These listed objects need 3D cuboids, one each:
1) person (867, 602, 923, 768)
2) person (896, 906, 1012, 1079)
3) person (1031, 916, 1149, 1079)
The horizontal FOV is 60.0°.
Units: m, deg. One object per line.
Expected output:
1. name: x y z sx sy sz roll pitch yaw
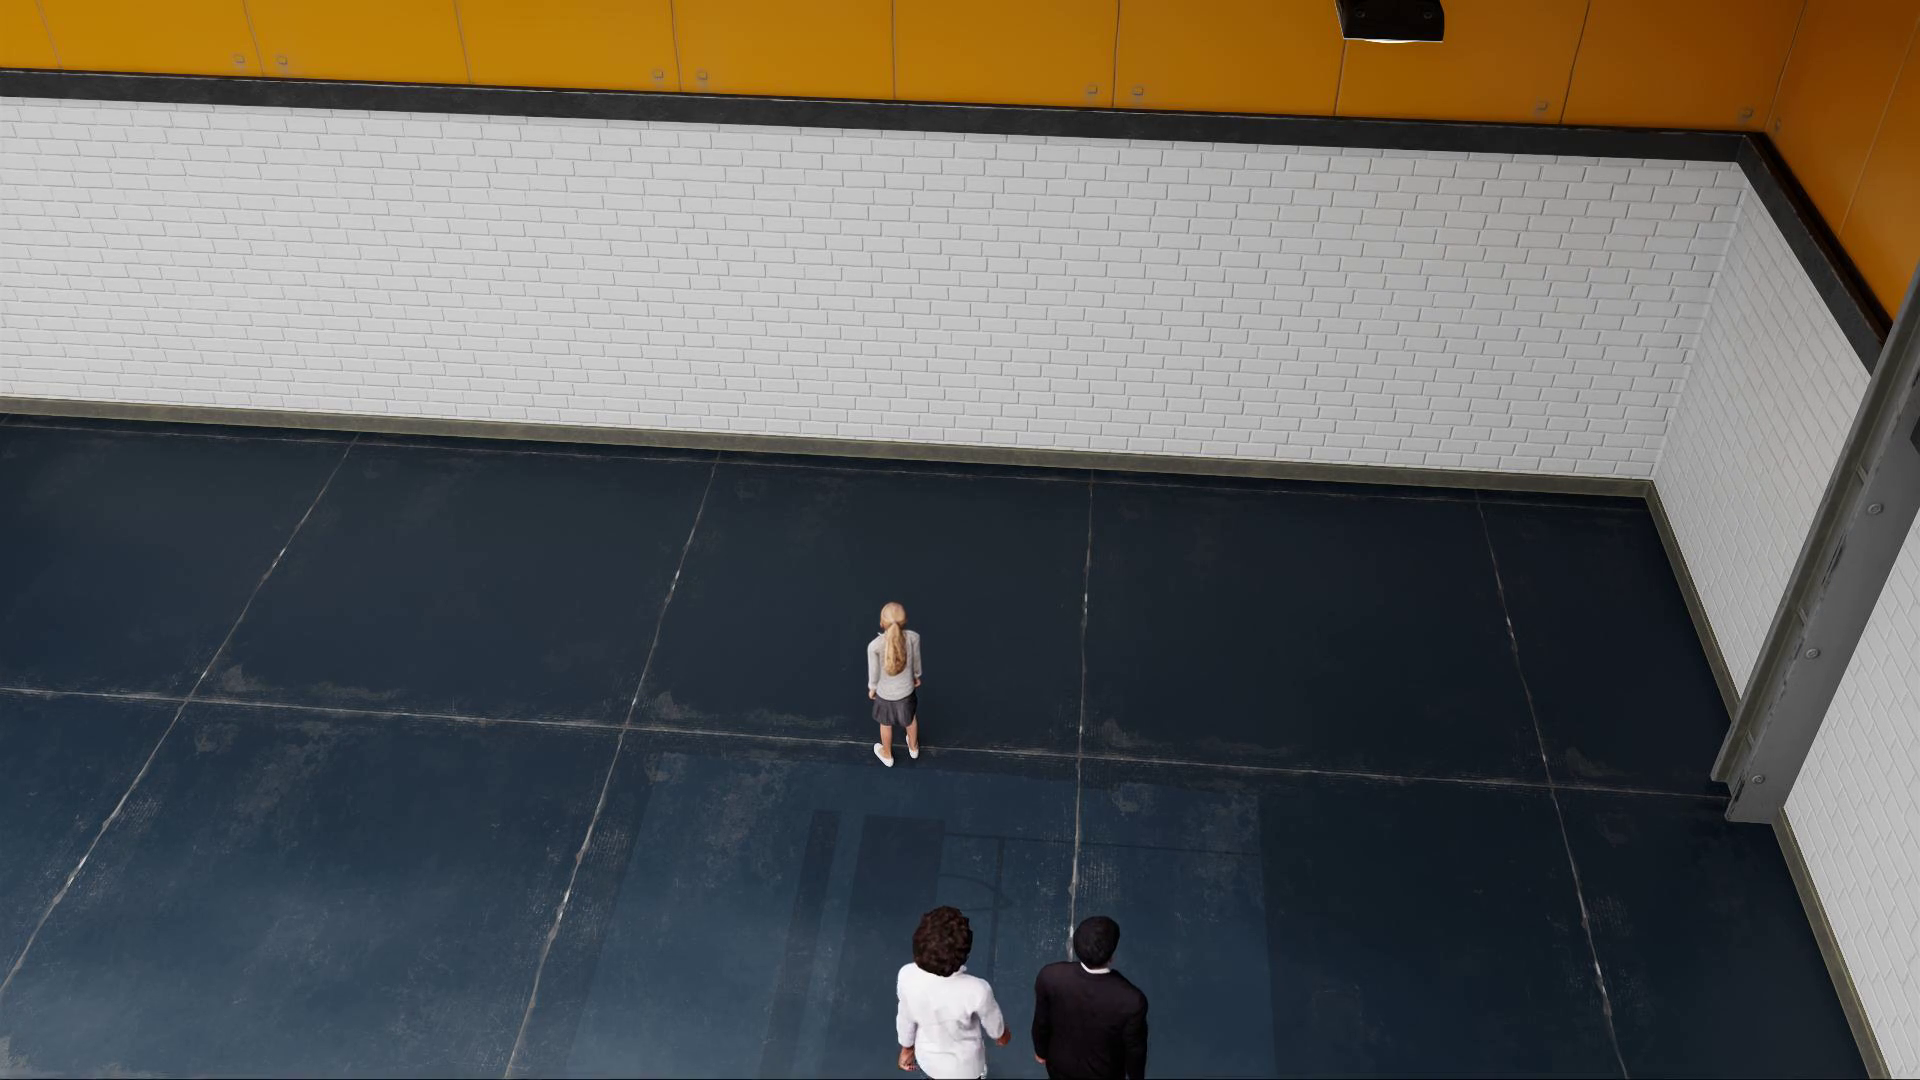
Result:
1. person: -0.408 0.892 10.399 0.595 1.275 0.631 -14 41 -17
2. person: -0.077 2.521 7.968 0.918 1.763 1.247 16 41 19
3. person: 0.598 2.464 7.945 0.751 1.881 0.638 12 40 14
